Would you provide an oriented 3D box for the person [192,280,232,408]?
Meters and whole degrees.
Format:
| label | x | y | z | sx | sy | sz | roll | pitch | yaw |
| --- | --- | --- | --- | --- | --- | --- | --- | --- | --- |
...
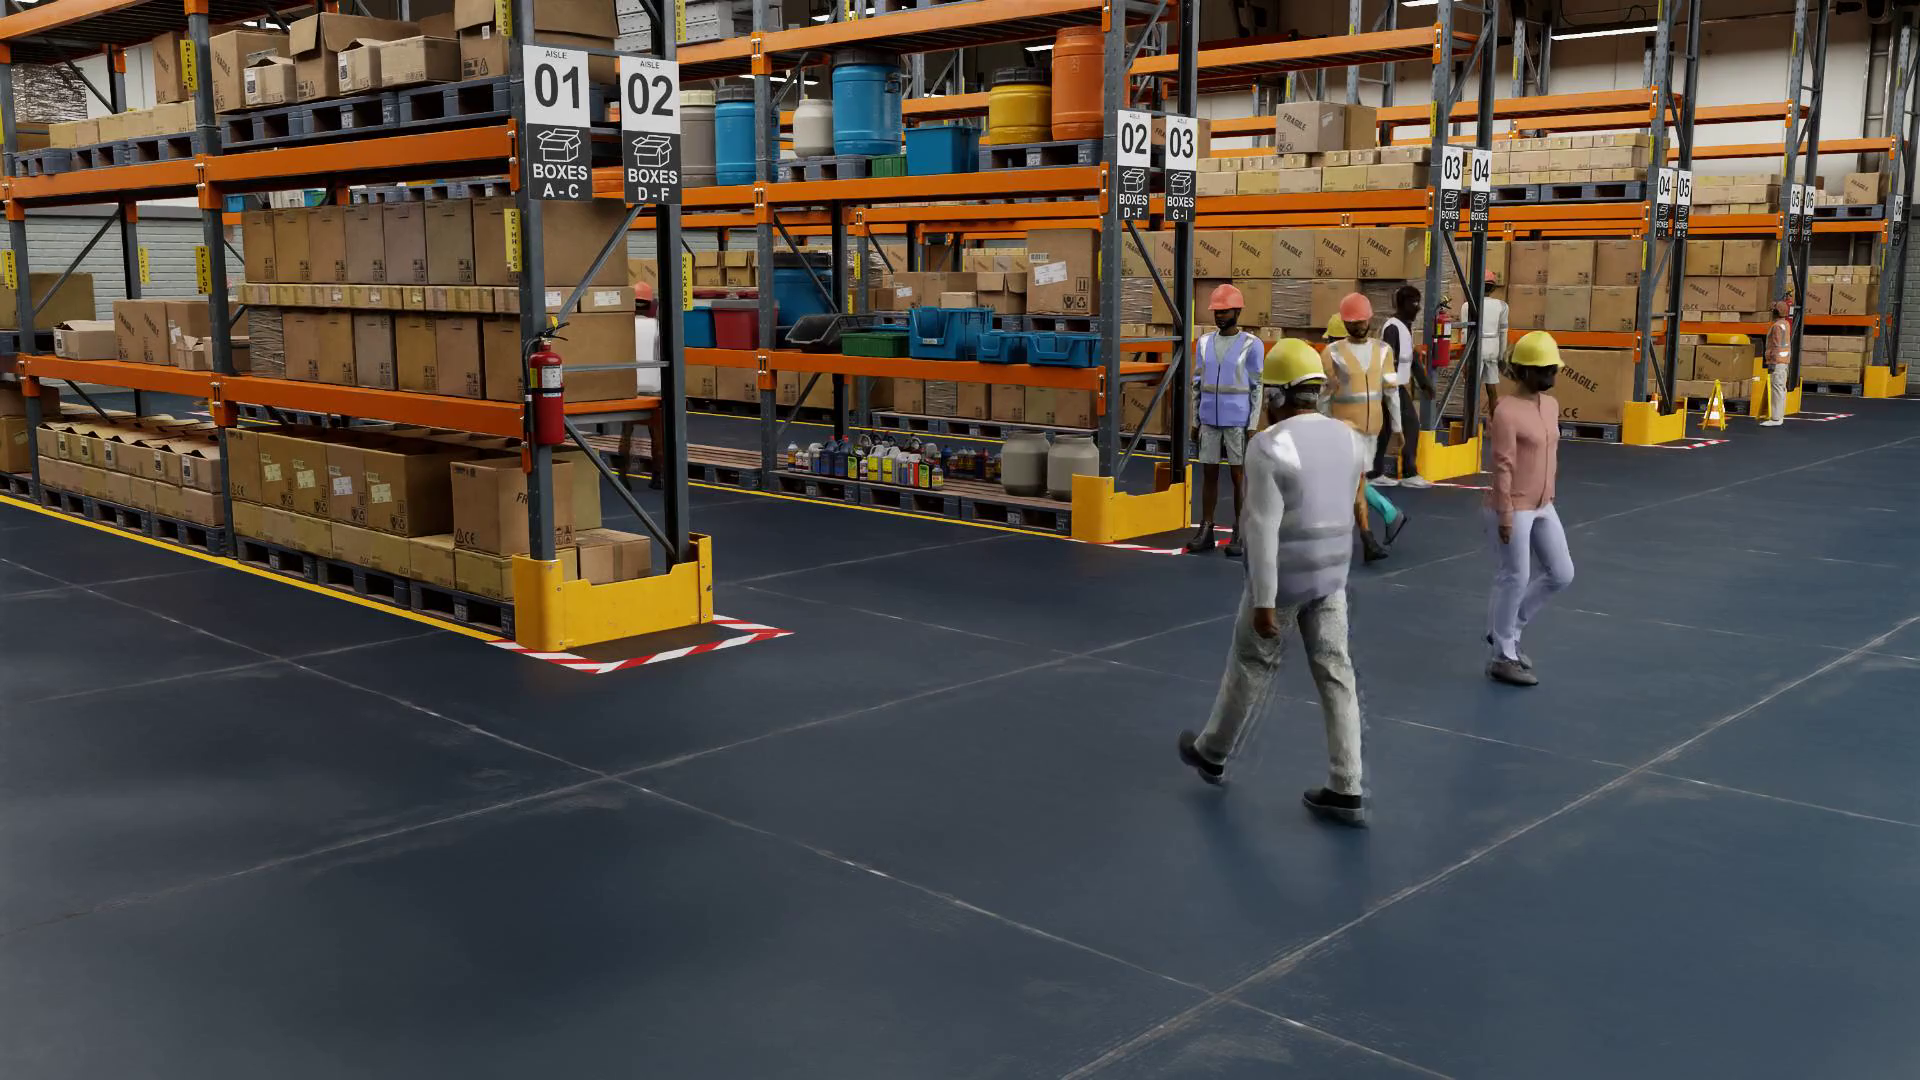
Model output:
| label | x | y | z | sx | sy | sz | roll | pitch | yaw |
| --- | --- | --- | --- | --- | --- | --- | --- | --- | --- |
| person | -10.883 | -2.945 | 24.744 | 1.016 | 1.951 | 0.622 | -5 | 11 | -29 |

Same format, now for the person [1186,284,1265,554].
| label | x | y | z | sx | sy | sz | roll | pitch | yaw |
| --- | --- | --- | --- | --- | --- | --- | --- | --- | --- |
| person | 1.912 | -0.869 | 12.027 | 0.542 | 1.938 | 0.358 | 6 | 11 | 33 |

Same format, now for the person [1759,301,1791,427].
| label | x | y | z | sx | sy | sz | roll | pitch | yaw |
| --- | --- | --- | --- | --- | --- | --- | --- | --- | --- |
| person | 10.656 | -2.294 | 21.689 | 0.314 | 1.635 | 0.514 | 7 | 12 | 37 |

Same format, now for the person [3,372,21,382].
| label | x | y | z | sx | sy | sz | roll | pitch | yaw |
| --- | --- | --- | --- | --- | --- | --- | --- | --- | --- |
| person | -11.281 | -2.165 | 19.810 | 1.037 | 2.001 | 0.612 | 8 | 12 | 42 |

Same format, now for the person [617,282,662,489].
| label | x | y | z | sx | sy | sz | roll | pitch | yaw |
| --- | --- | --- | --- | --- | --- | --- | --- | --- | --- |
| person | -2.985 | -1.427 | 15.540 | 0.585 | 1.923 | 0.377 | -2 | 10 | -13 |

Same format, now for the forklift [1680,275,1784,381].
| label | x | y | z | sx | sy | sz | roll | pitch | yaw |
| --- | --- | --- | --- | --- | --- | --- | --- | --- | --- |
| forklift | 12.480 | -3.427 | 27.053 | 1.214 | 2.155 | 2.313 | 9 | 13 | 43 |

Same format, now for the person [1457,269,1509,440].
| label | x | y | z | sx | sy | sz | roll | pitch | yaw |
| --- | --- | --- | --- | --- | --- | --- | --- | --- | --- |
| person | 6.272 | -2.227 | 20.031 | 0.613 | 2.041 | 0.393 | -2 | 9 | -12 |

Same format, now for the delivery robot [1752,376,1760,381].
| label | x | y | z | sx | sy | sz | roll | pitch | yaw |
| --- | --- | --- | --- | --- | --- | --- | --- | --- | --- |
| delivery robot | 11.858 | -2.401 | 25.489 | 0.707 | 0.478 | 0.477 | 5 | 10 | 27 |

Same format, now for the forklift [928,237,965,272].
| label | x | y | z | sx | sy | sz | roll | pitch | yaw |
| --- | --- | --- | --- | --- | --- | --- | --- | --- | --- |
| forklift | -0.326 | -5.817 | 39.609 | 1.129 | 2.768 | 1.873 | 9 | 13 | 43 |

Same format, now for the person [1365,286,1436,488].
| label | x | y | z | sx | sy | sz | roll | pitch | yaw |
| --- | --- | --- | --- | --- | --- | --- | --- | --- | --- |
| person | 4.205 | -1.430 | 15.607 | 0.789 | 1.882 | 0.608 | 4 | 10 | 21 |

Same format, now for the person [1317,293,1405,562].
| label | x | y | z | sx | sy | sz | roll | pitch | yaw |
| --- | --- | --- | --- | --- | --- | --- | --- | --- | --- |
| person | 2.842 | -0.810 | 11.847 | 0.550 | 1.880 | 0.981 | -3 | 10 | -17 |

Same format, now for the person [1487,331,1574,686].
| label | x | y | z | sx | sy | sz | roll | pitch | yaw |
| --- | --- | --- | --- | --- | --- | --- | --- | --- | --- |
| person | 2.816 | -0.151 | 8.200 | 0.545 | 1.747 | 0.372 | -8 | 12 | -39 |

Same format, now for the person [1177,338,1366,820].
| label | x | y | z | sx | sy | sz | roll | pitch | yaw |
| --- | --- | --- | --- | --- | --- | --- | --- | --- | --- |
| person | 1.247 | 0.127 | 6.384 | 0.618 | 1.782 | 0.921 | -5 | 11 | -30 |

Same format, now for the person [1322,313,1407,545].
| label | x | y | z | sx | sy | sz | roll | pitch | yaw |
| --- | --- | --- | --- | --- | --- | --- | --- | --- | --- |
| person | 2.894 | -0.811 | 12.306 | 0.797 | 1.733 | 0.533 | 2 | 9 | 11 |
